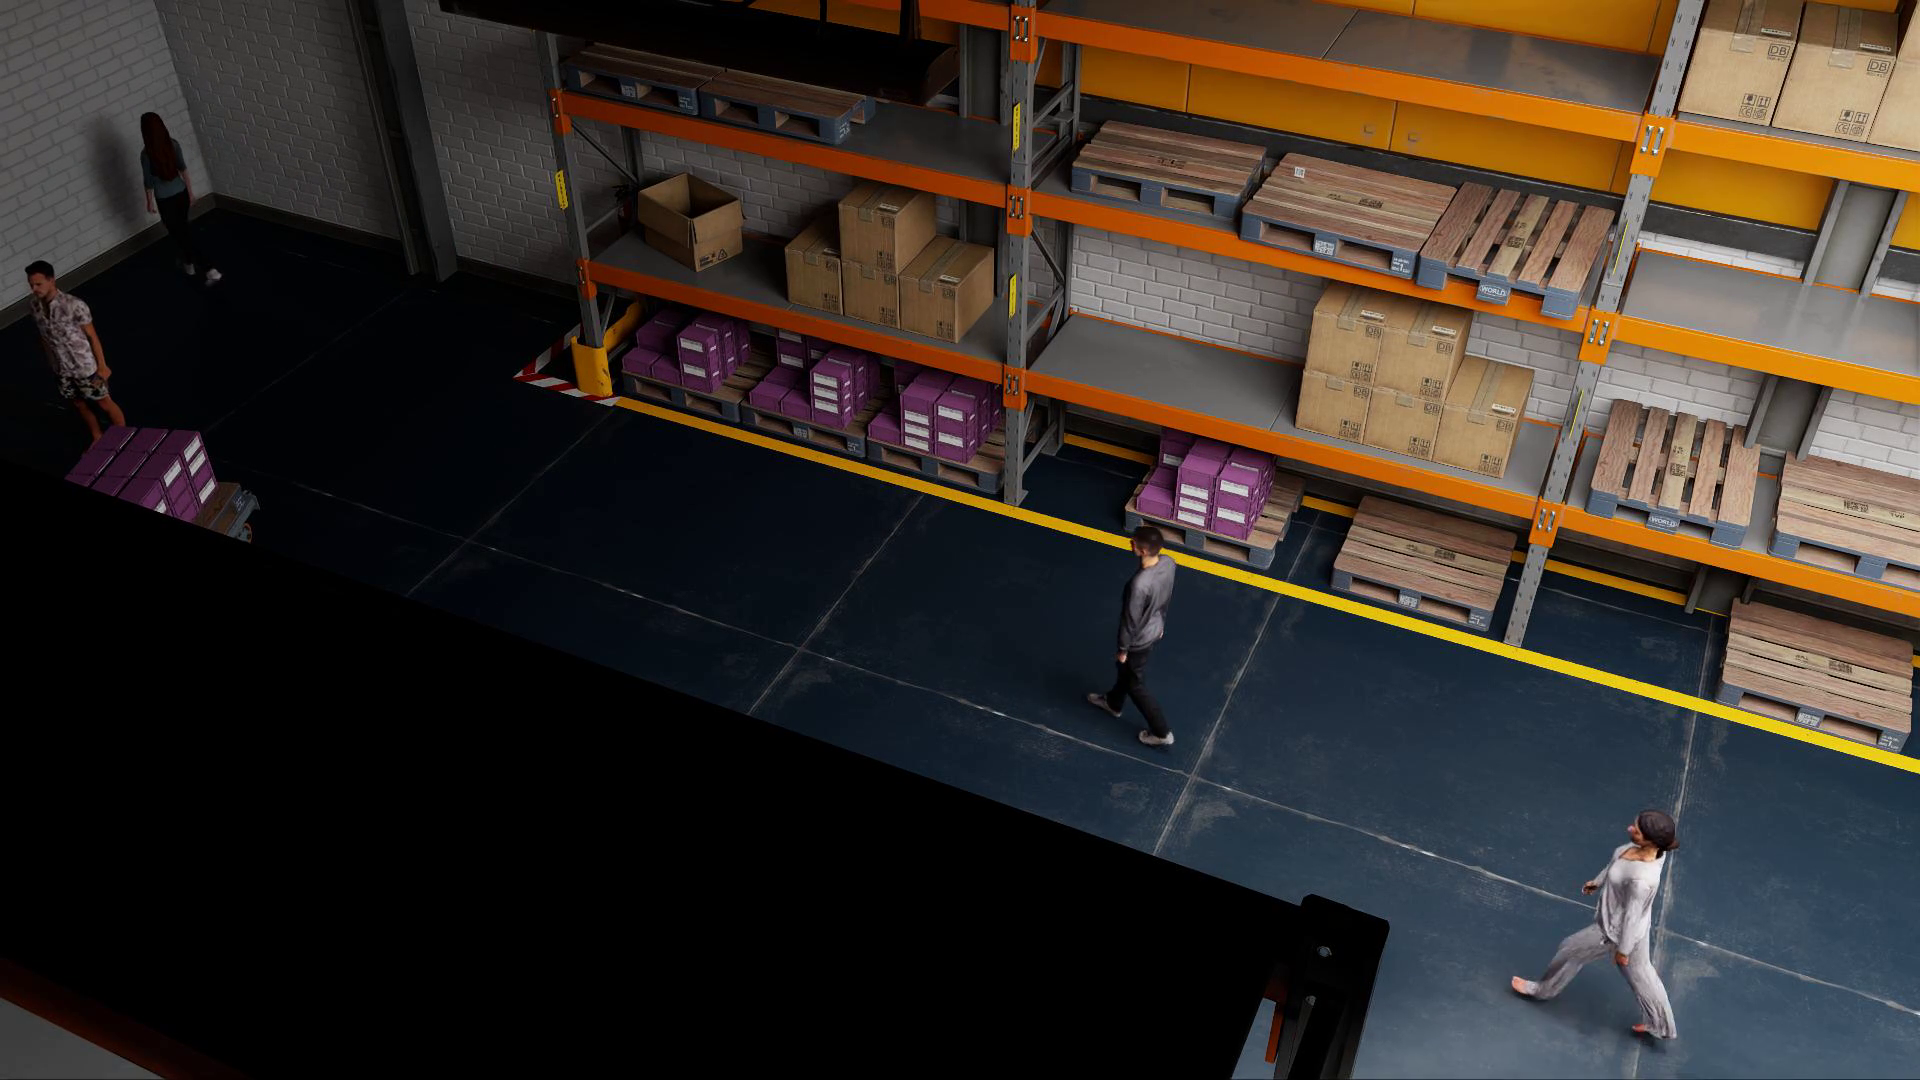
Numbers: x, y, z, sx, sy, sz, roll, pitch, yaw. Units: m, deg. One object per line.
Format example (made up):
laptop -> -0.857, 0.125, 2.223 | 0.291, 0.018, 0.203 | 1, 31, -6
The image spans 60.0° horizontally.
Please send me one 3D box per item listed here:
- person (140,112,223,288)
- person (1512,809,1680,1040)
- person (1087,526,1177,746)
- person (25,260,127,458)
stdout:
person -> -7.410, -3.176, 15.721 | 1.011, 1.722, 0.622 | 20, 43, 23
person -> 3.712, 2.122, 9.083 | 1.155, 1.727, 0.673 | 22, 43, 25
person -> 1.230, 0.653, 10.909 | 1.028, 1.744, 0.753 | 24, 44, 27
person -> -7.176, -1.477, 13.523 | 0.580, 1.811, 0.777 | 8, 39, 10
